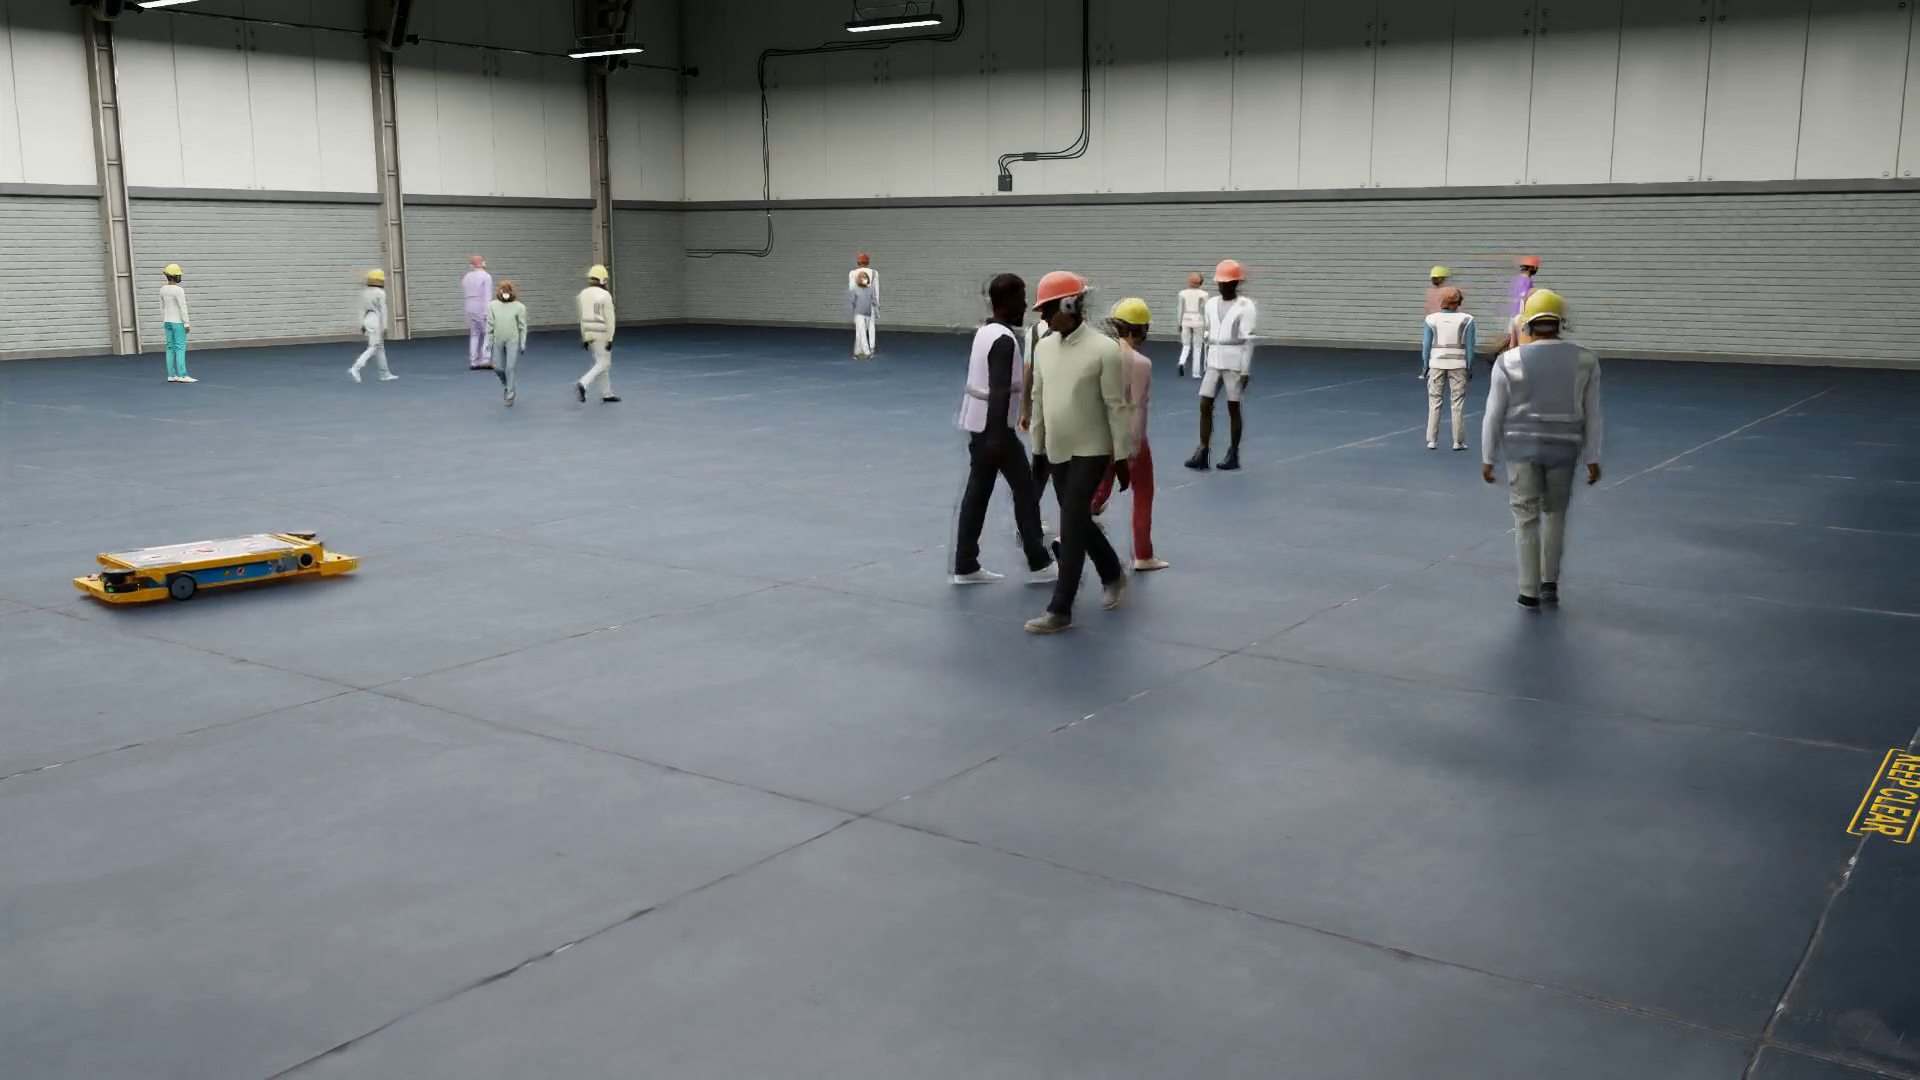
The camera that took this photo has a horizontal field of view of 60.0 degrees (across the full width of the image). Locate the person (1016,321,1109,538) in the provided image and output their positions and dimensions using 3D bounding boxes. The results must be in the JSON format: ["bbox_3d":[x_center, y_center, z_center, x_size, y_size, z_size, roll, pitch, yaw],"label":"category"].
[{"bbox_3d":[0.738,-0.935,11.915,0.985,1.790,0.519,-8,13,-36],"label":"person"}]

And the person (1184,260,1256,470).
[{"bbox_3d":[2.362,-1.573,15.128,0.577,1.918,0.701,9,14,41],"label":"person"}]

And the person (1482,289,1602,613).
[{"bbox_3d":[3.277,-0.510,9.467,0.628,1.813,0.585,1,10,5],"label":"person"}]

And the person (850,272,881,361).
[{"bbox_3d":[-1.698,-3.970,29.529,0.503,1.574,0.897,-7,12,-33],"label":"person"}]

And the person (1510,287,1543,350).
[{"bbox_3d":[5.701,-1.688,16.569,0.309,1.641,0.511,-8,13,-36],"label":"person"}]

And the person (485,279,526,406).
[{"bbox_3d":[-5.813,-2.535,21.357,0.517,1.614,0.453,0,10,-1],"label":"person"}]

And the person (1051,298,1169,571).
[{"bbox_3d":[0.954,-0.639,10.398,0.778,1.744,0.516,-7,13,-36],"label":"person"}]

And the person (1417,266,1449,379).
[{"bbox_3d":[7.416,-3.355,25.638,0.822,1.736,0.520,-9,13,-41],"label":"person"}]

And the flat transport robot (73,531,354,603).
[{"bbox_3d":[-4.523,0.148,10.115,1.431,0.197,0.652,-10,14,-44],"label":"flat transport robot"}]

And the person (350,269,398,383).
[{"bbox_3d":[-8.859,-3.221,24.982,0.495,1.704,0.838,7,12,34],"label":"person"}]

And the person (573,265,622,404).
[{"bbox_3d":[-4.694,-2.626,21.360,0.588,1.806,0.727,9,13,40],"label":"person"}]

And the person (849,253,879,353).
[{"bbox_3d":[-1.825,-4.503,31.648,0.586,1.883,0.340,-3,10,-15],"label":"person"}]

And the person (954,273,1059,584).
[{"bbox_3d":[0.350,-0.661,10.122,0.879,1.885,0.624,-2,10,-11],"label":"person"}]

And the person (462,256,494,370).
[{"bbox_3d":[-7.941,-3.741,27.418,0.668,1.870,0.502,5,11,28],"label":"person"}]

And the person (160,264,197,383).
[{"bbox_3d":[-11.718,-3.237,24.888,0.534,1.767,0.314,6,12,29],"label":"person"}]

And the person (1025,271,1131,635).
[{"bbox_3d":[0.672,-0.502,9.122,0.650,1.941,0.970,10,14,44],"label":"person"}]

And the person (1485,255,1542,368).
[{"bbox_3d":[9.091,-3.691,27.077,0.927,1.903,0.560,1,10,4],"label":"person"}]

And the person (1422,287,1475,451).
[{"bbox_3d":[4.902,-1.716,16.723,0.514,1.641,0.315,5,11,25],"label":"person"}]

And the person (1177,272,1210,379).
[{"bbox_3d":[3.567,-3.272,25.450,0.534,1.629,0.418,6,12,29],"label":"person"}]
